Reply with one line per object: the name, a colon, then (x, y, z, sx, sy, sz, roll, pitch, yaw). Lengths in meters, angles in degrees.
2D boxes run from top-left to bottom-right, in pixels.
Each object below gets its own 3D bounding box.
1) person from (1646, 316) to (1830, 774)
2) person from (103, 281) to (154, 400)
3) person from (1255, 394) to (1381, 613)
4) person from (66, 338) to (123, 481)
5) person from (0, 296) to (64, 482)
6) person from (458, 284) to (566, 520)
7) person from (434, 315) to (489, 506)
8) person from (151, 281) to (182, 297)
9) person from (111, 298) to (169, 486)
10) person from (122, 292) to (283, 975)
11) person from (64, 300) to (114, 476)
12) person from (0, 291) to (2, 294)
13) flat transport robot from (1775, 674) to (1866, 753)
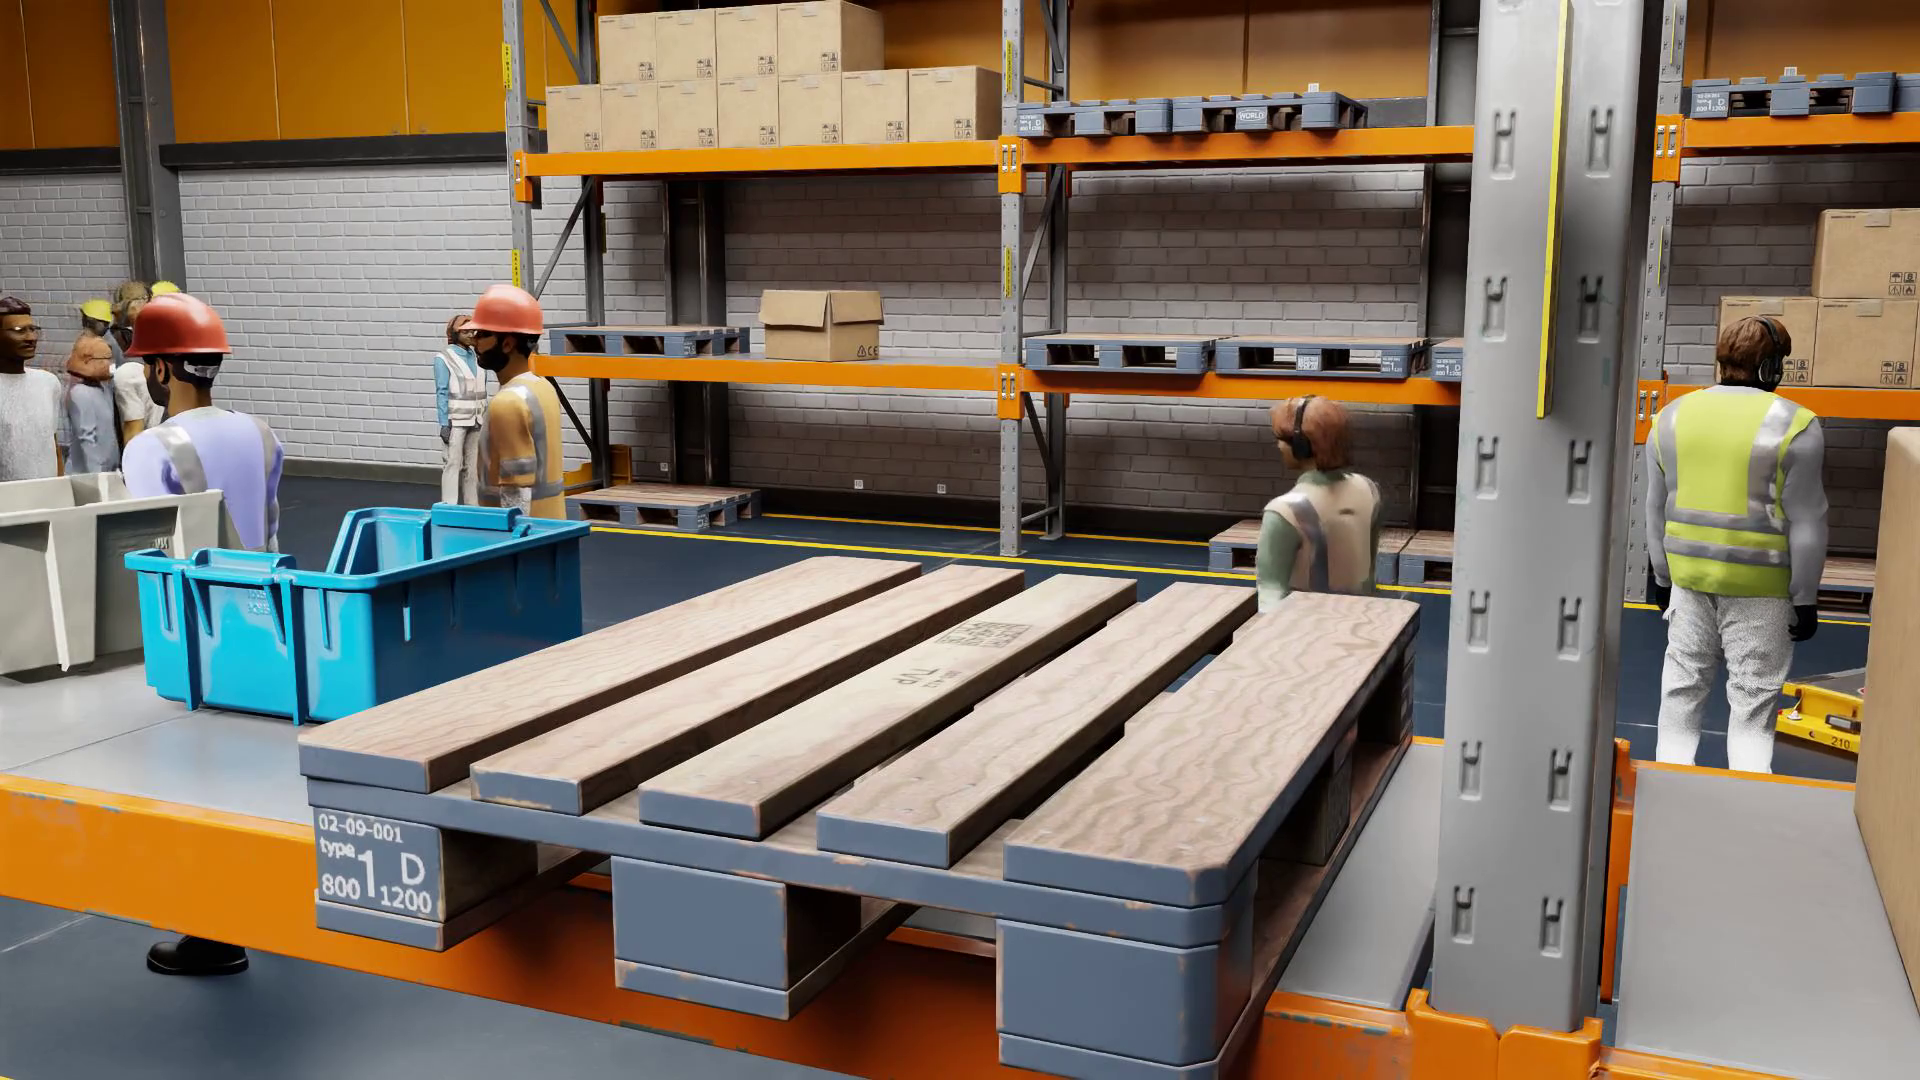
person: (2.688, 0.152, 5.761, 0.429, 1.843, 0.630, -7, 12, -34)
person: (-5.350, -0.736, 10.891, 0.689, 1.902, 0.470, 6, 11, 34)
person: (1.088, 0.368, 5.088, 0.565, 1.627, 0.465, -8, 12, -39)
person: (-5.063, -0.384, 9.719, 0.871, 1.593, 0.510, -1, 10, -7)
person: (-4.102, -0.122, 7.302, 0.326, 1.876, 0.518, 4, 10, 20)
person: (-1.659, 0.022, 6.239, 0.350, 1.942, 0.547, 0, 9, -3)
person: (-3.691, -0.855, 12.394, 0.311, 1.638, 0.522, 5, 11, 26)
person: (-5.851, -0.915, 12.023, 0.644, 1.886, 0.808, 0, 9, 2)
person: (-4.109, -0.305, 8.486, 0.345, 1.845, 0.506, 2, 10, 10)
person: (-2.167, 0.271, 4.756, 0.356, 1.937, 0.552, 2, 10, 14)
person: (-6.872, -1.043, 13.279, 0.767, 1.711, 0.571, -6, 11, -30)
person: (-9.490, -1.647, 16.273, 0.542, 1.929, 0.374, 1, 9, 3)
flat transport robot: (4.191, 0.706, 7.136, 1.431, 0.197, 0.652, -5, 11, -26)
